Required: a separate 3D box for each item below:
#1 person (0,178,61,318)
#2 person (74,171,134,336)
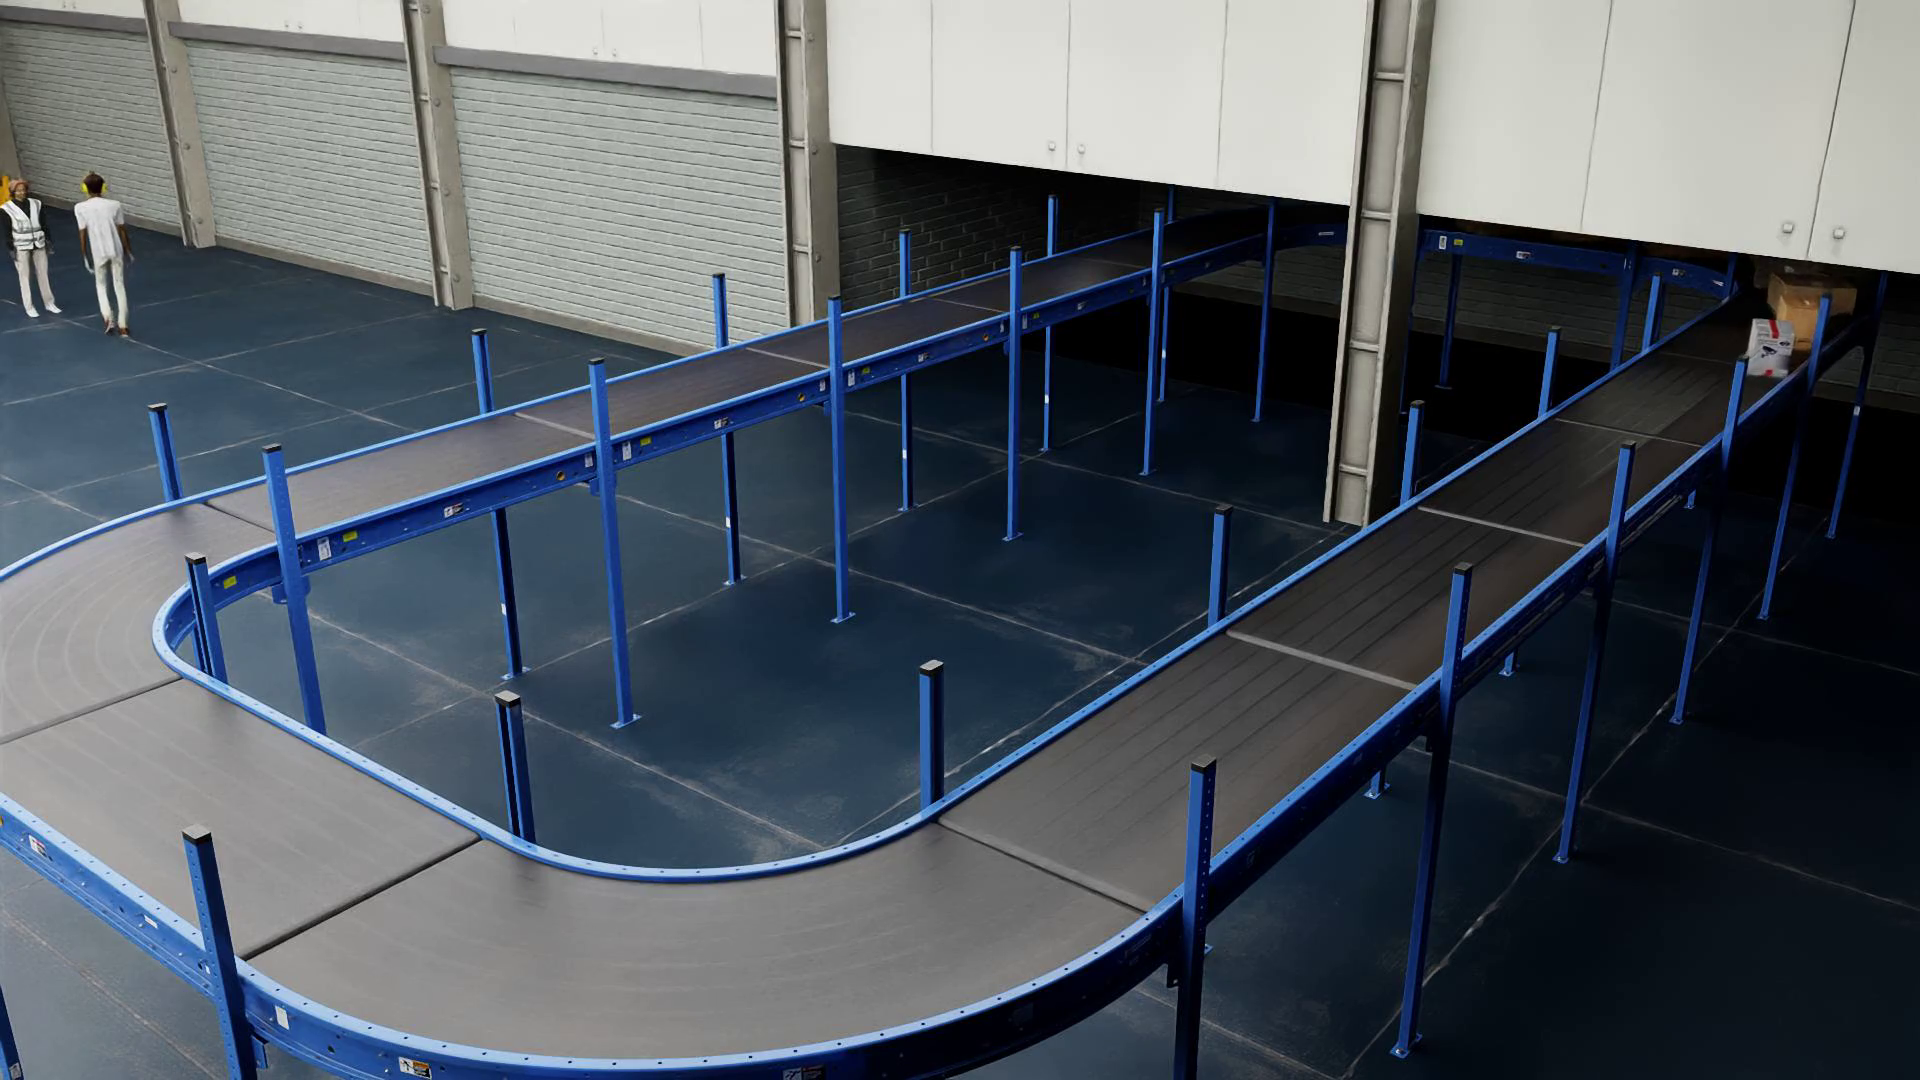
[{"bbox_3d":[-11.072,-3.484,19.809,0.319,1.635,0.528,13,25,29],"label":"person"},{"bbox_3d":[-9.696,-3.253,18.934,0.520,1.851,0.509,-12,24,-27],"label":"person"}]
